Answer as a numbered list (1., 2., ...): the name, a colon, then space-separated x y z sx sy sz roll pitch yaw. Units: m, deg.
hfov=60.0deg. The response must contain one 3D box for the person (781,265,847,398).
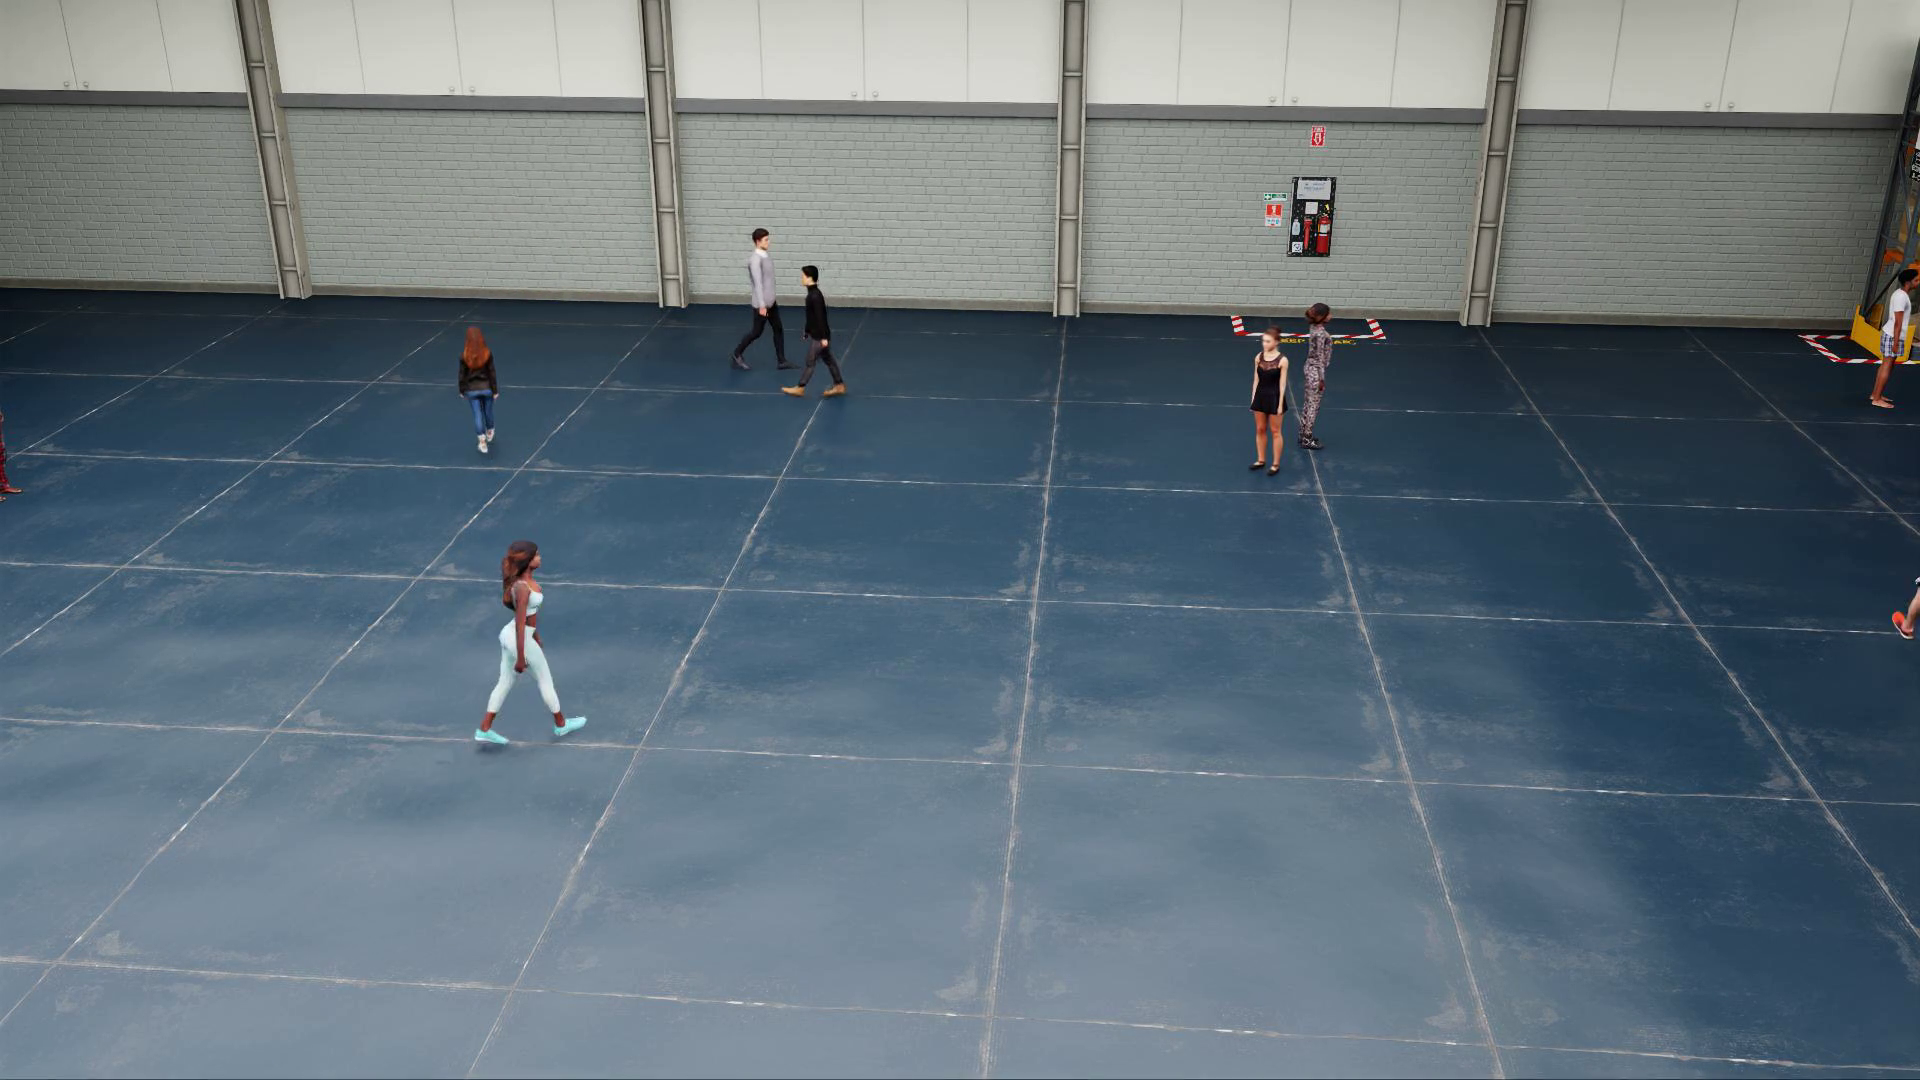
1. person: -1.704 -2.598 20.949 1.094 1.686 0.779 -3 23 -6

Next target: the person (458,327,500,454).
1. person: -5.538 -1.711 19.160 0.934 1.452 0.884 -9 25 -20

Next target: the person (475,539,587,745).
1. person: -3.470 0.838 12.865 1.158 1.688 0.894 -6 24 -13

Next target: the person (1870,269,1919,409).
1. person: 11.655 -2.541 20.753 0.653 1.734 0.701 11 25 23

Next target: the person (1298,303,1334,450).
1. person: 4.125 -1.920 19.317 0.567 1.714 0.588 0 23 0

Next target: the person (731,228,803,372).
1. person: -2.676 -3.158 21.965 1.273 1.920 0.913 7 24 16

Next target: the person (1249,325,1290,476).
1. person: 3.457 -1.569 18.535 0.671 1.680 0.751 19 30 38
